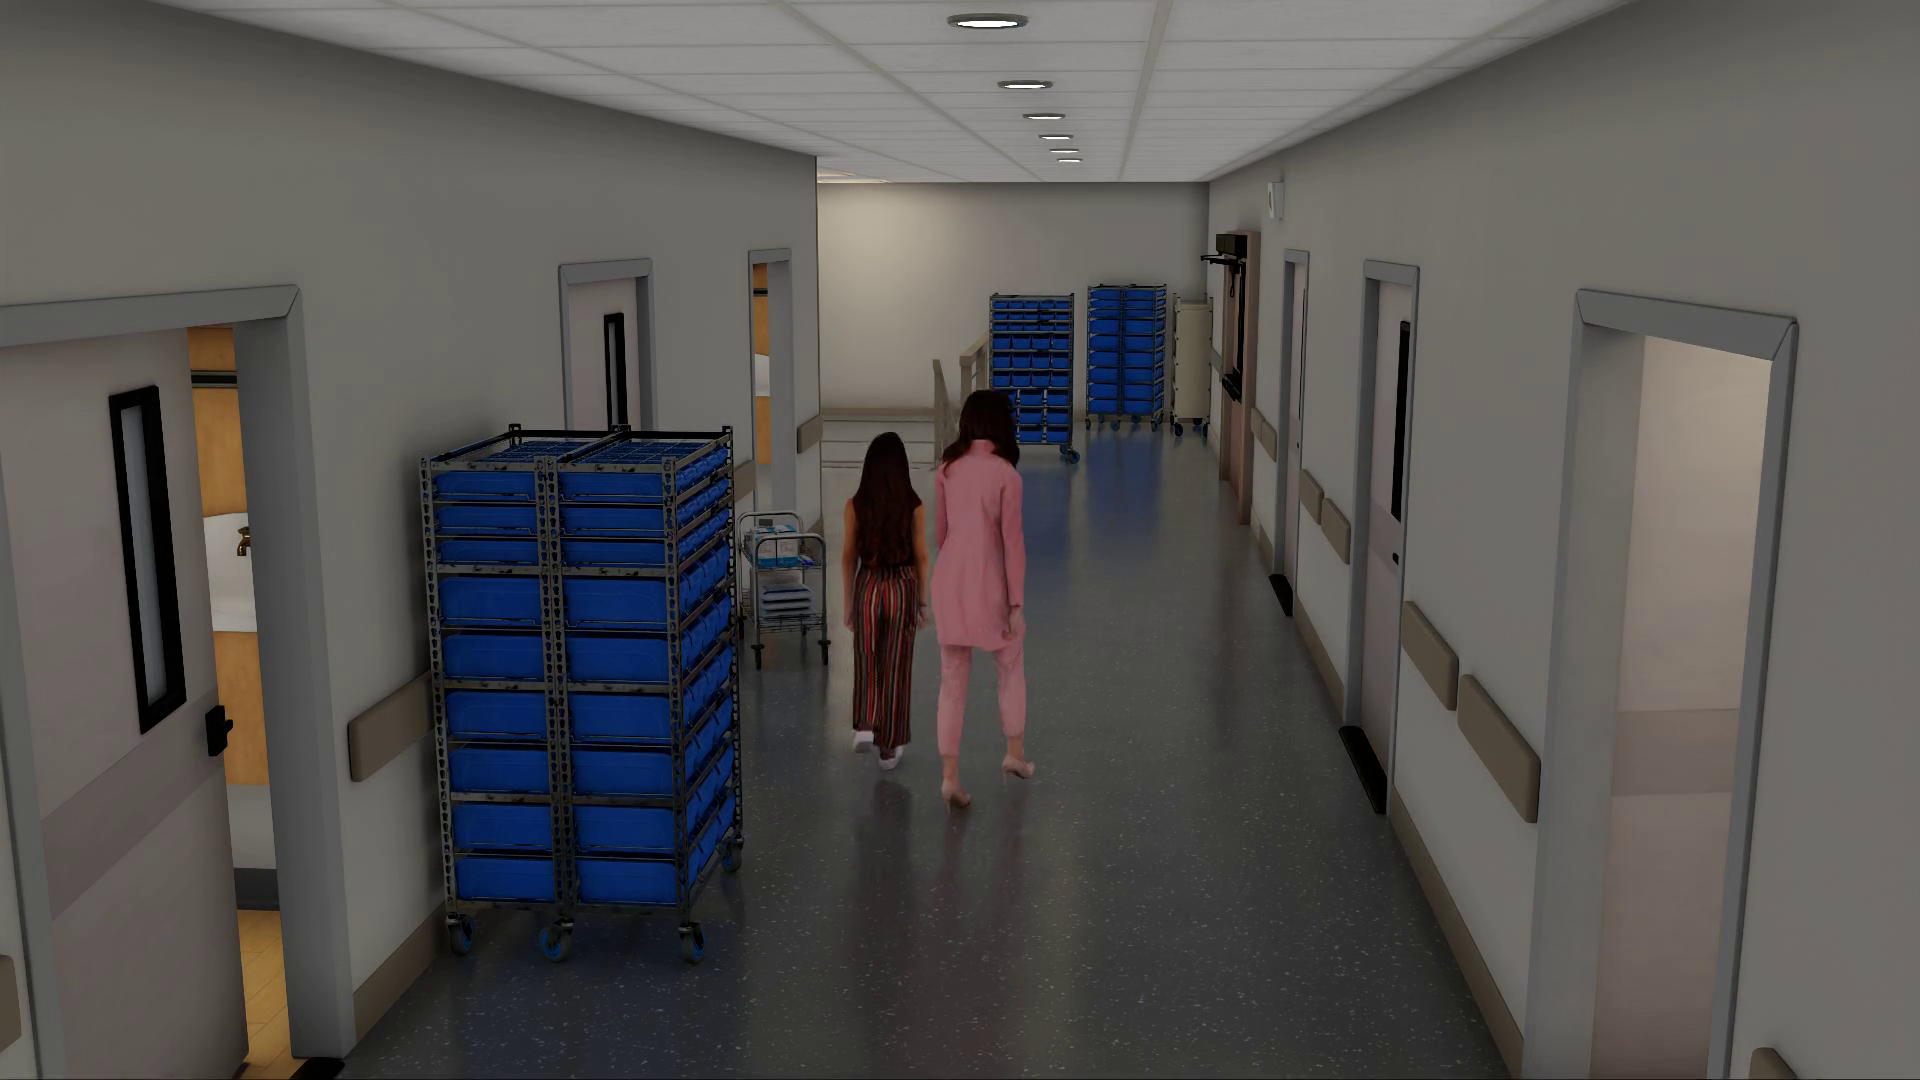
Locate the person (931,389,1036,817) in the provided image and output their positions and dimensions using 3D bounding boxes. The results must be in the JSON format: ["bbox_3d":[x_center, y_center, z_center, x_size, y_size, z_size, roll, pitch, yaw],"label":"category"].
[{"bbox_3d":[0.014,0.287,6.971,0.805,1.774,0.978,4,12,22],"label":"person"}]

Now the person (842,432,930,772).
[{"bbox_3d":[-0.344,0.291,7.537,0.546,1.555,0.670,1,11,7],"label":"person"}]
